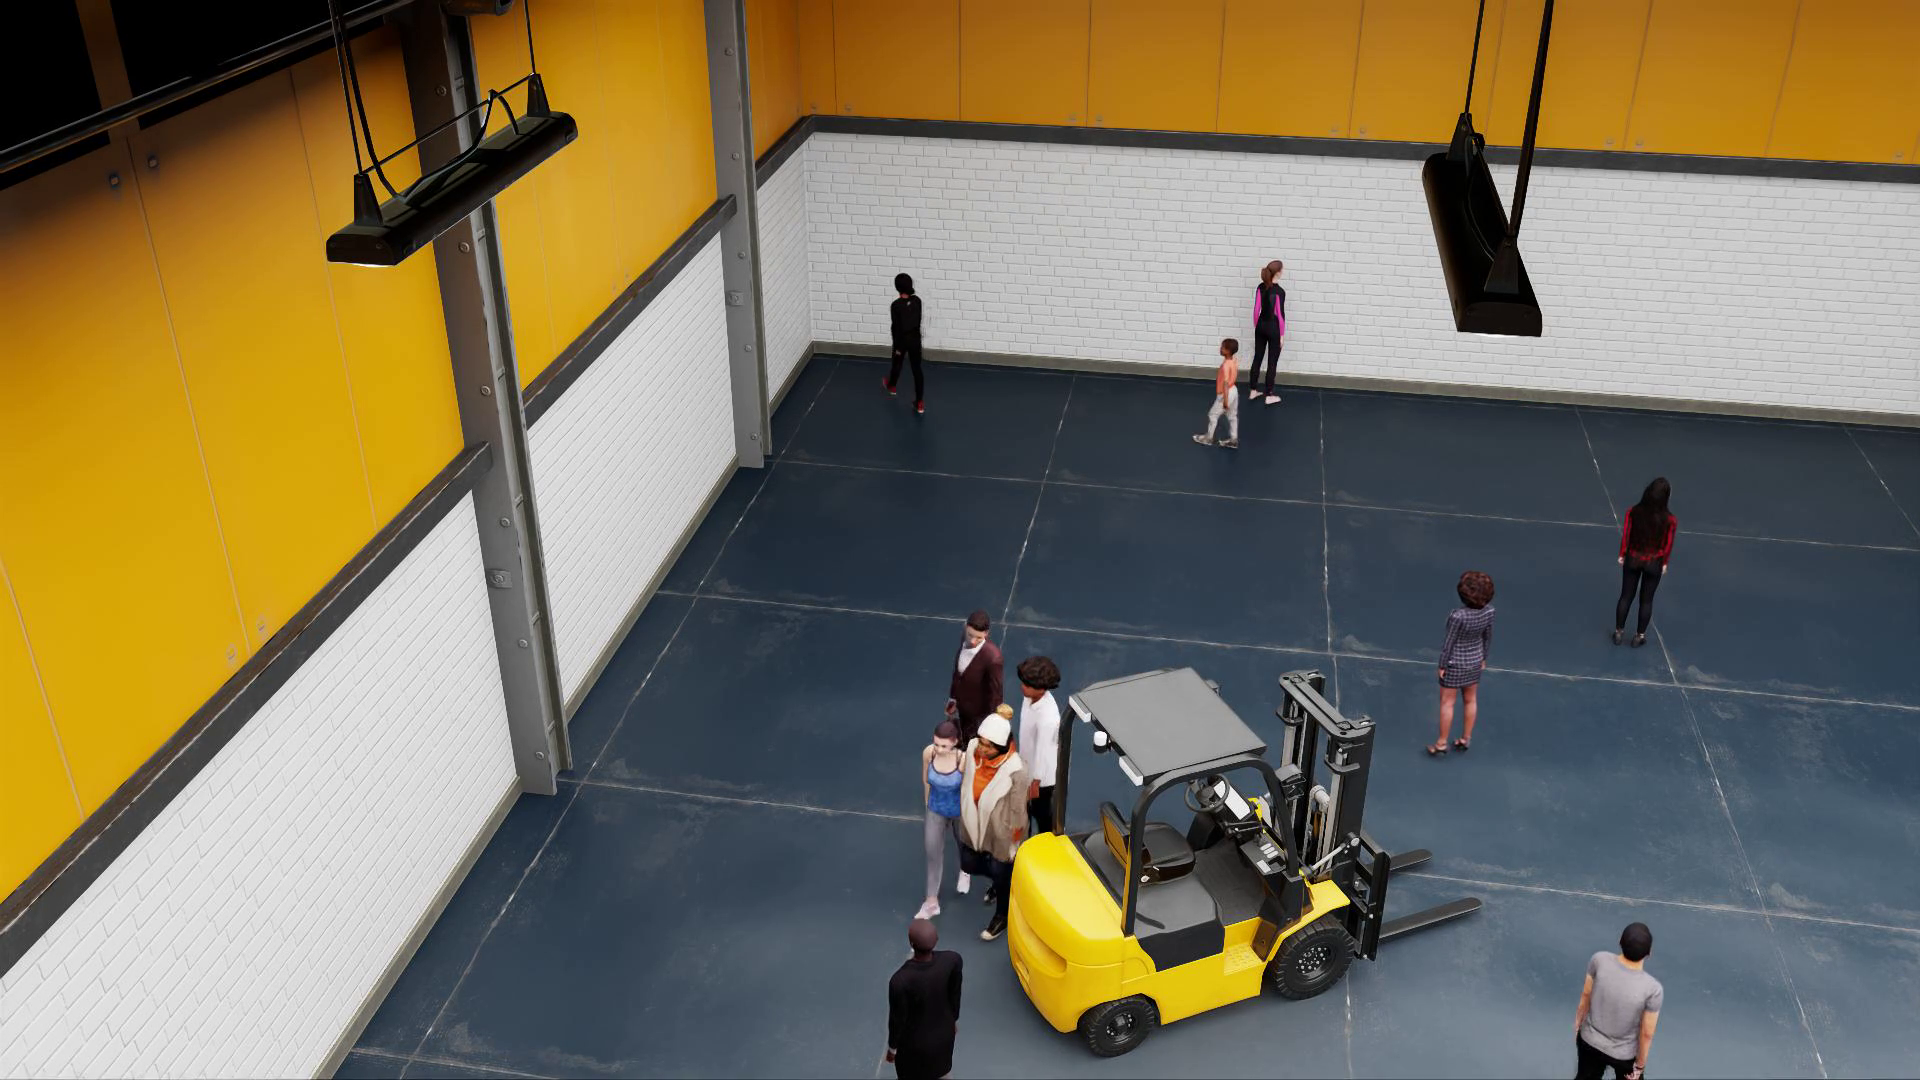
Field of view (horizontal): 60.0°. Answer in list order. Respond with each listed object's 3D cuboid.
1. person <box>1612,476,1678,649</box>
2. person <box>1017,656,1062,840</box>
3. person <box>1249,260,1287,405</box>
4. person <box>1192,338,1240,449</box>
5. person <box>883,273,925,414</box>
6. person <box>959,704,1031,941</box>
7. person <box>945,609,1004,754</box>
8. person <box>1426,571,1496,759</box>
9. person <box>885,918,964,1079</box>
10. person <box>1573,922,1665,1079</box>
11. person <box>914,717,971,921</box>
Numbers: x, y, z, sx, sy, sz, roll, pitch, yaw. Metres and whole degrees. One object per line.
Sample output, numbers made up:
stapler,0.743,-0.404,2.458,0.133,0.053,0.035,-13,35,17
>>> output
person,6.104,0.206,14.848,0.647,1.658,0.618,15,32,25
person,0.612,1.614,12.116,0.839,1.801,0.749,-7,29,-12
person,3.648,-2.473,19.662,0.694,1.750,0.657,-25,38,-38
person,3.040,-1.622,18.579,0.706,1.293,0.740,18,33,29
person,-0.565,-2.273,19.425,1.019,1.625,1.171,-14,31,-23
person,0.308,1.893,11.519,0.881,1.883,0.950,22,36,35
person,0.192,1.280,12.682,0.842,1.845,0.740,-8,30,-15
person,4.036,1.005,13.341,0.697,1.698,0.703,-10,30,-17
person,-0.202,2.923,9.757,0.720,1.762,0.772,-17,33,-29
person,3.769,2.962,9.706,0.765,1.743,0.823,22,35,34
person,-0.039,1.894,11.838,0.720,1.577,0.993,9,30,16
